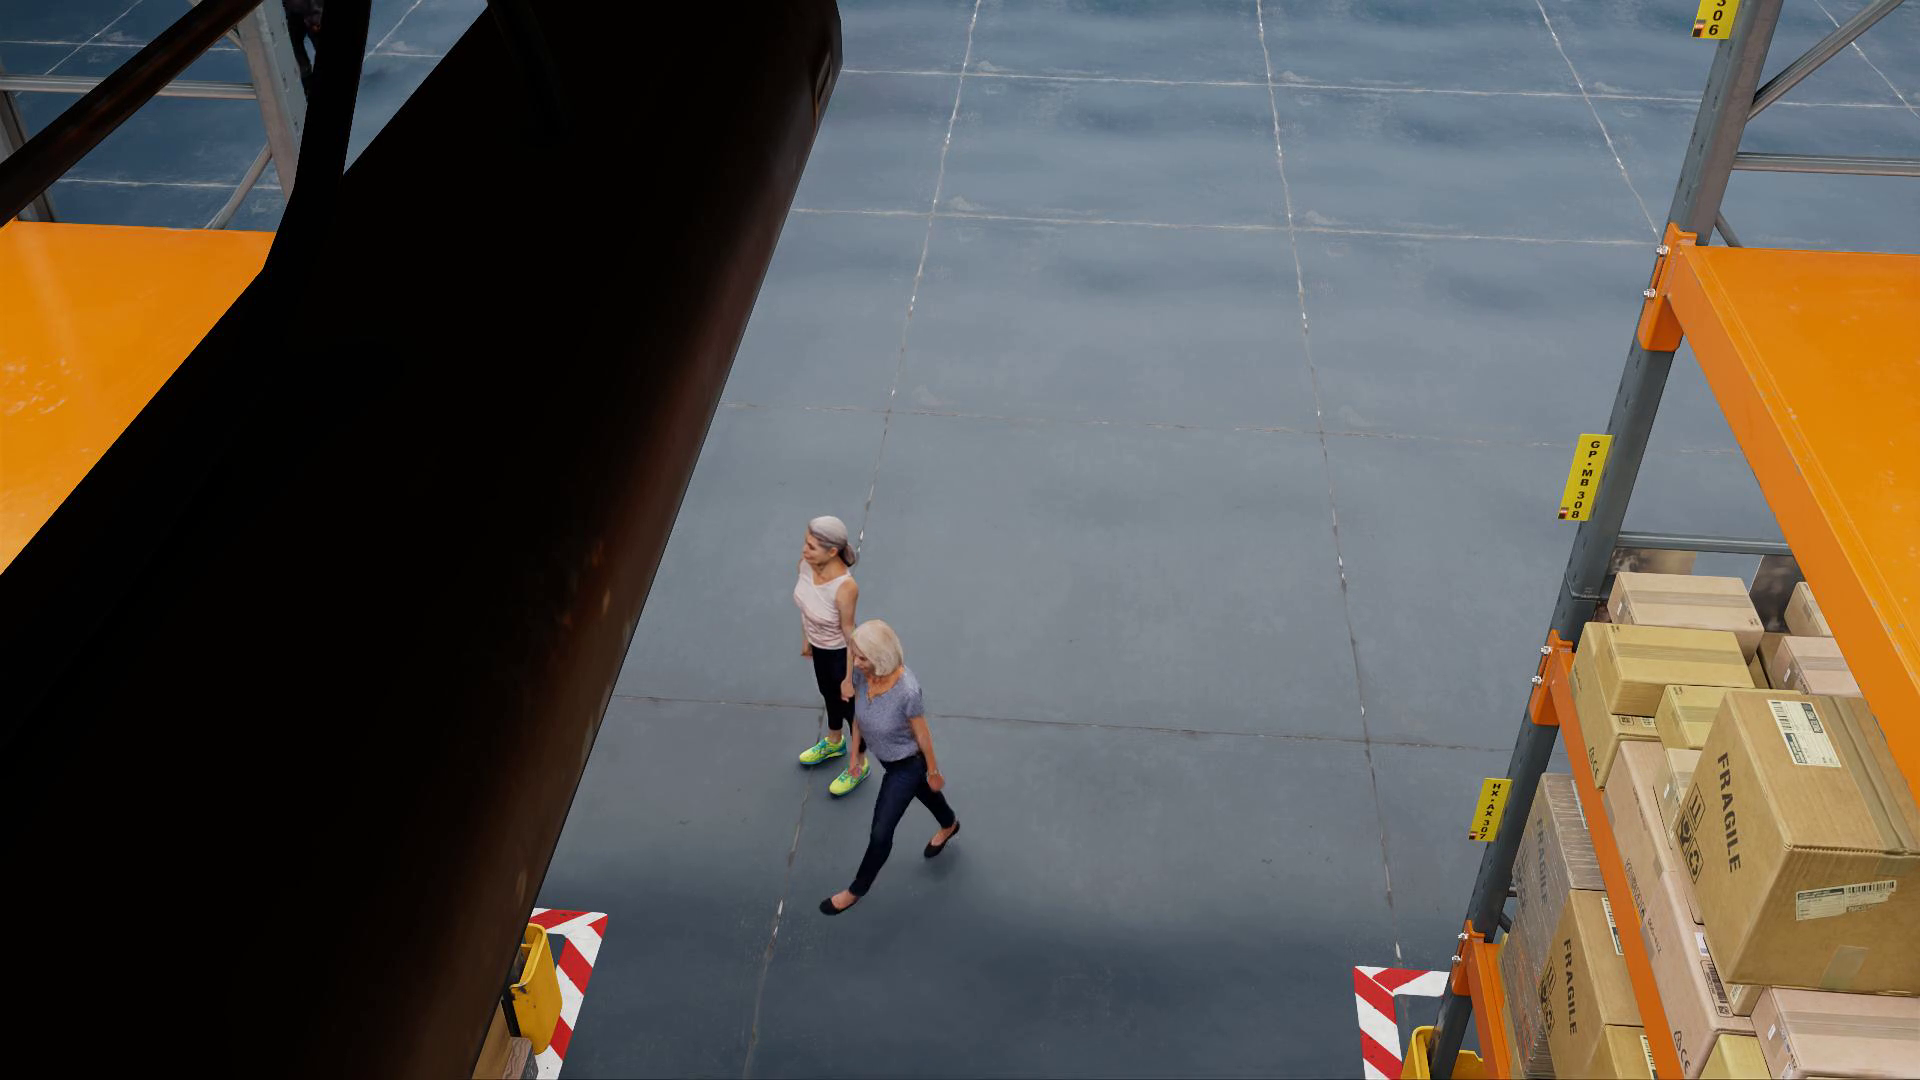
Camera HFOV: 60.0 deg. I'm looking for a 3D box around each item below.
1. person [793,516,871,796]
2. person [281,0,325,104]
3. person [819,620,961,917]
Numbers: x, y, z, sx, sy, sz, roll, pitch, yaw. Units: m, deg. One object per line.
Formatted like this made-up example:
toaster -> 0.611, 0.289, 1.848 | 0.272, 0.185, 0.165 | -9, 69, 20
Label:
person -> -0.621, 0.558, 8.403 | 0.743, 1.701, 0.667 | -24, 44, -27
person -> -5.968, -4.951, 15.353 | 0.849, 1.816, 0.875 | 19, 42, 23
person -> -0.223, 0.984, 7.886 | 1.170, 1.668, 1.123 | -27, 46, -30
